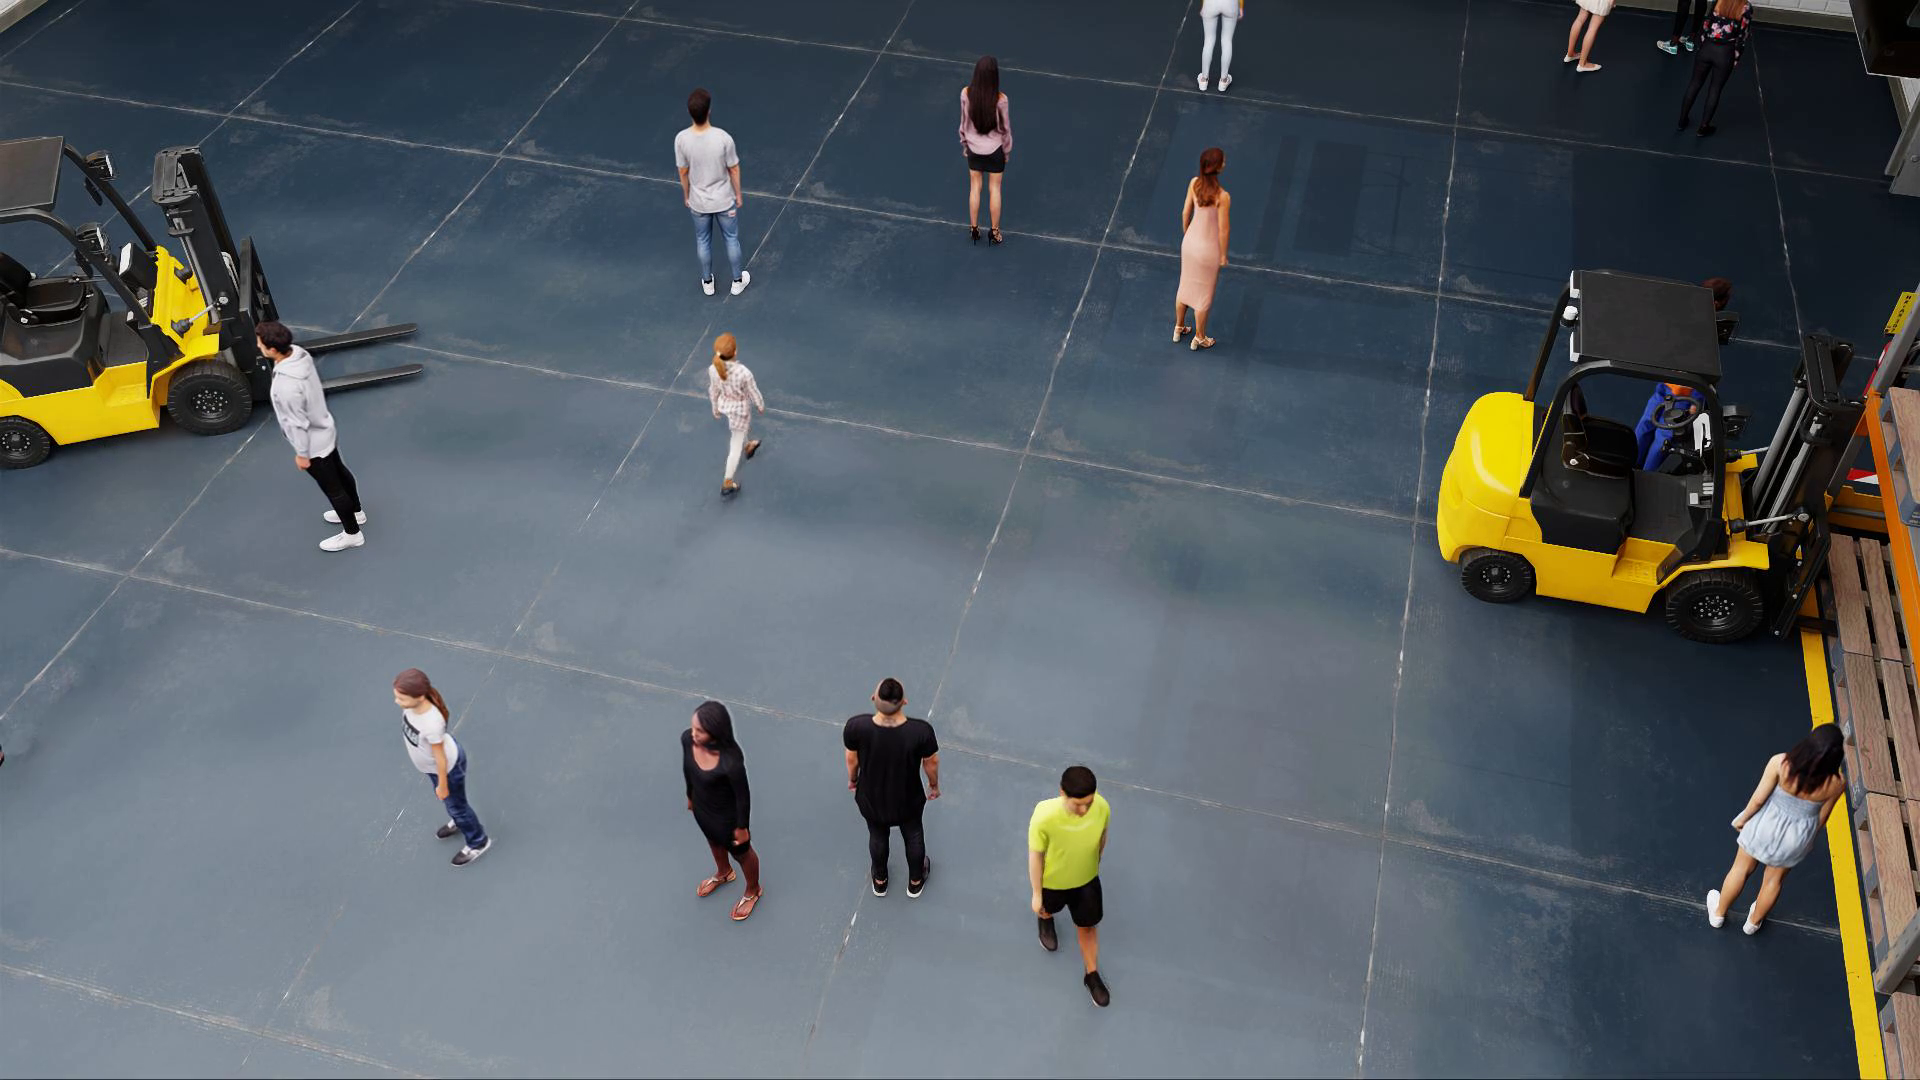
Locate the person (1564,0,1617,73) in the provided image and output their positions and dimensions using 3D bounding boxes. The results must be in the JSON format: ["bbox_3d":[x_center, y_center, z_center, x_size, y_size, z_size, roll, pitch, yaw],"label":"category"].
[{"bbox_3d":[6.541,-5.652,16.981,0.706,1.710,0.619,-14,45,-14],"label":"person"}]

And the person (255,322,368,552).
[{"bbox_3d":[-4.533,-0.743,11.670,0.823,1.929,0.674,-7,44,-7],"label":"person"}]

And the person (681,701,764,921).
[{"bbox_3d":[-1.358,1.525,9.440,0.676,1.720,0.636,28,50,27],"label":"person"}]

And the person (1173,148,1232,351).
[{"bbox_3d":[1.950,-2.350,13.427,0.681,1.831,0.672,-33,52,-30],"label":"person"}]

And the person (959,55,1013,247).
[{"bbox_3d":[0.227,-3.383,14.525,0.623,1.812,0.534,13,45,13],"label":"person"}]

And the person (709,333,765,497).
[{"bbox_3d":[-1.690,-0.918,12.324,0.649,1.280,0.994,18,47,18],"label":"person"}]

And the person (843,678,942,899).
[{"bbox_3d":[-0.388,1.391,9.476,0.732,1.865,0.651,2,44,3],"label":"person"}]

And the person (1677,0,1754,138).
[{"bbox_3d":[7.293,-4.698,15.999,0.643,1.683,0.655,34,53,31],"label":"person"}]

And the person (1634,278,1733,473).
[{"bbox_3d":[5.246,-1.129,12.122,0.834,1.864,0.690,-5,44,-6],"label":"person"}]

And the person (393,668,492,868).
[{"bbox_3d":[-3.063,1.297,9.794,0.665,1.561,0.618,-28,50,-26],"label":"person"}]

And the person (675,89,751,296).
[{"bbox_3d":[-2.088,-2.904,13.966,0.727,1.890,0.657,0,44,0],"label":"person"}]

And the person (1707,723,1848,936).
[{"bbox_3d":[4.592,1.625,9.329,0.616,1.729,0.567,17,46,17],"label":"person"}]

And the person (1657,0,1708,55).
[{"bbox_3d":[7.669,-5.914,17.182,0.683,1.811,0.684,-11,45,-12],"label":"person"}]

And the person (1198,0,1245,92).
[{"bbox_3d":[2.615,-5.329,16.613,0.608,1.751,0.579,7,44,7],"label":"person"}]

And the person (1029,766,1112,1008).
[{"bbox_3d":[0.551,1.772,9.213,0.894,1.676,1.070,-9,44,-9],"label":"person"}]
